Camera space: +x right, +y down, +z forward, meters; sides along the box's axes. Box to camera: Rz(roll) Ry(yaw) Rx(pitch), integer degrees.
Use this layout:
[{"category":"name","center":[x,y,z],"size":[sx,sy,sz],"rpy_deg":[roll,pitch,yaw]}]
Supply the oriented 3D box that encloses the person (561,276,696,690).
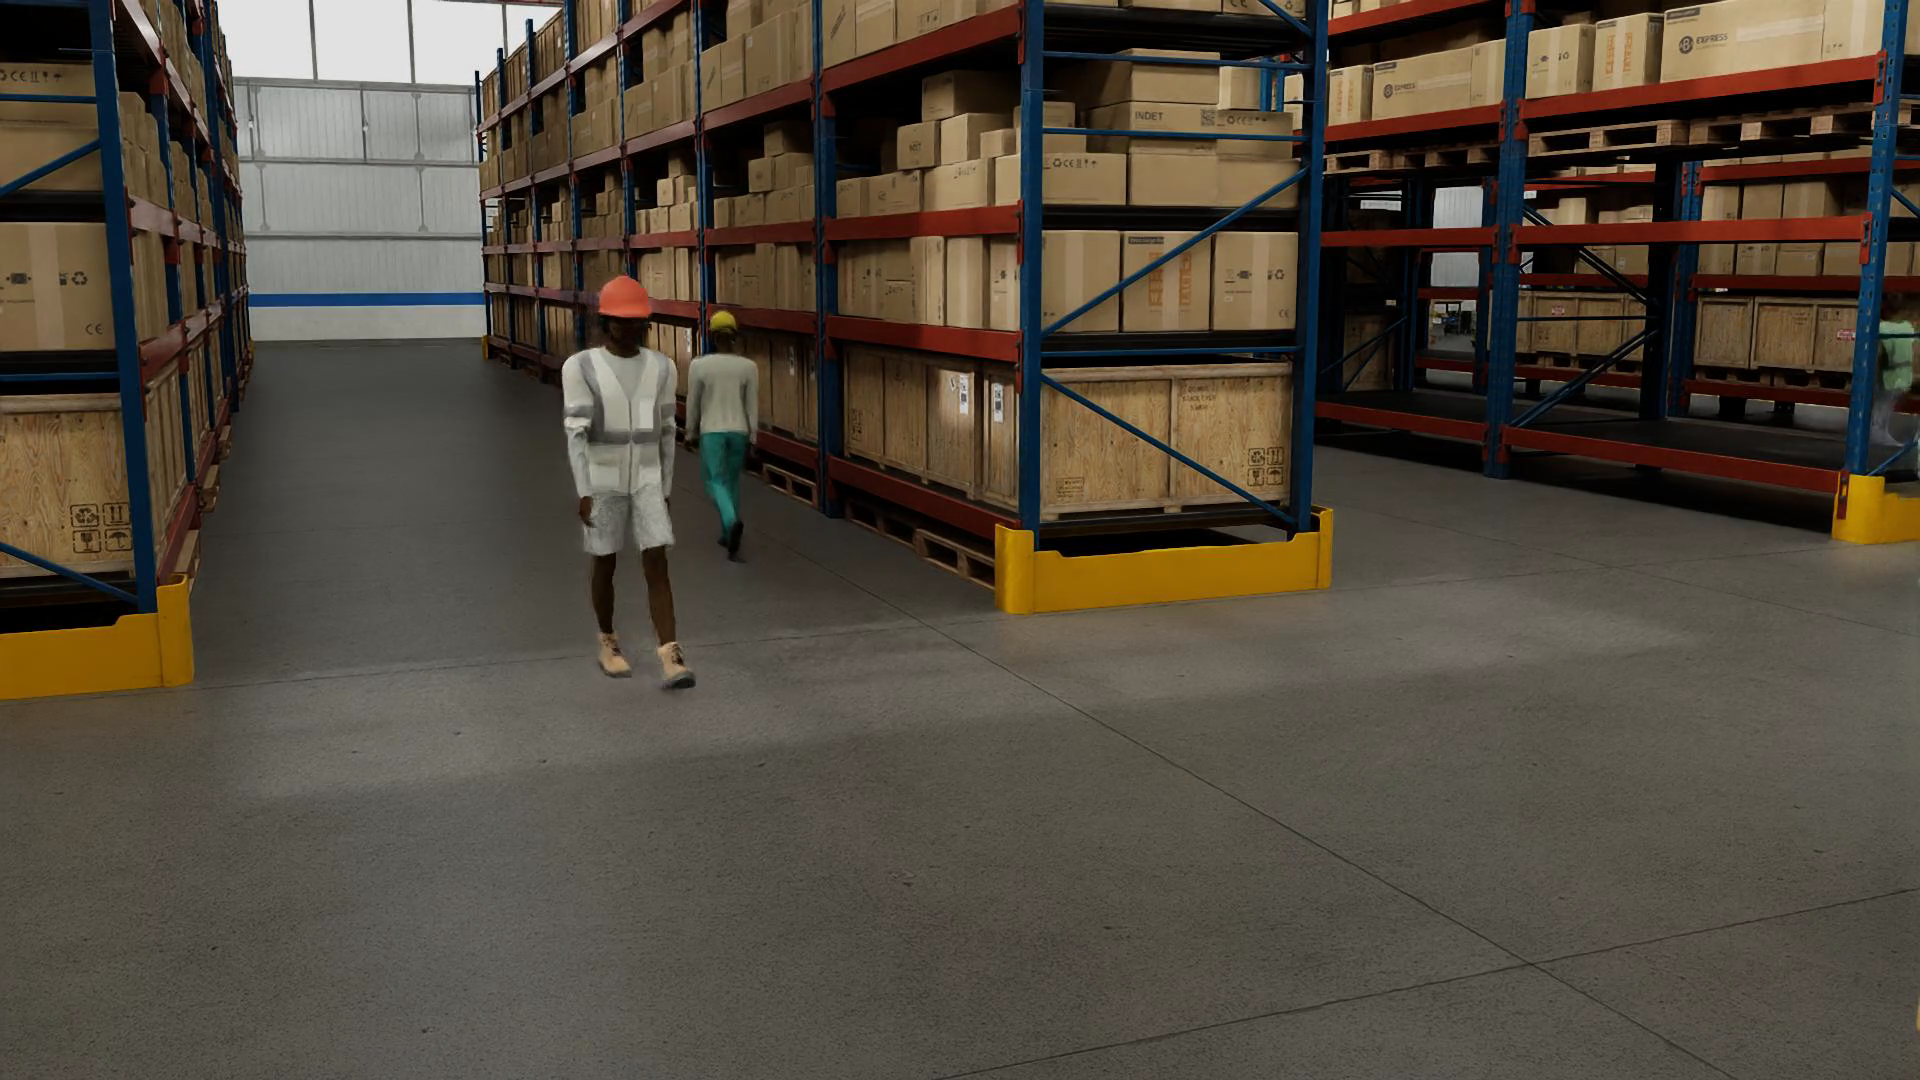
[{"category":"person","center":[-1.579,-0.255,8.019],"size":[0.613,1.993,1.010],"rpy_deg":[-5,11,-29]}]

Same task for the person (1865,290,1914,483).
[{"category":"person","center":[8.636,-1.403,15.430],"size":[0.570,1.824,0.645],"rpy_deg":[-5,11,-28]}]

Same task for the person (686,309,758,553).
[{"category":"person","center":[-1.659,-0.767,11.833],"size":[0.523,1.748,0.692],"rpy_deg":[-5,11,-28]}]

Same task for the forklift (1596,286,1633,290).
[{"category":"forklift","center":[12.161,-4.528,30.983],"size":[1.873,2.768,1.129],"rpy_deg":[-1,10,-7]}]

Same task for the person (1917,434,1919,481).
[{"category":"person","center":[6.465,-0.494,10.696],"size":[0.867,1.587,0.504],"rpy_deg":[-5,11,-27]}]
